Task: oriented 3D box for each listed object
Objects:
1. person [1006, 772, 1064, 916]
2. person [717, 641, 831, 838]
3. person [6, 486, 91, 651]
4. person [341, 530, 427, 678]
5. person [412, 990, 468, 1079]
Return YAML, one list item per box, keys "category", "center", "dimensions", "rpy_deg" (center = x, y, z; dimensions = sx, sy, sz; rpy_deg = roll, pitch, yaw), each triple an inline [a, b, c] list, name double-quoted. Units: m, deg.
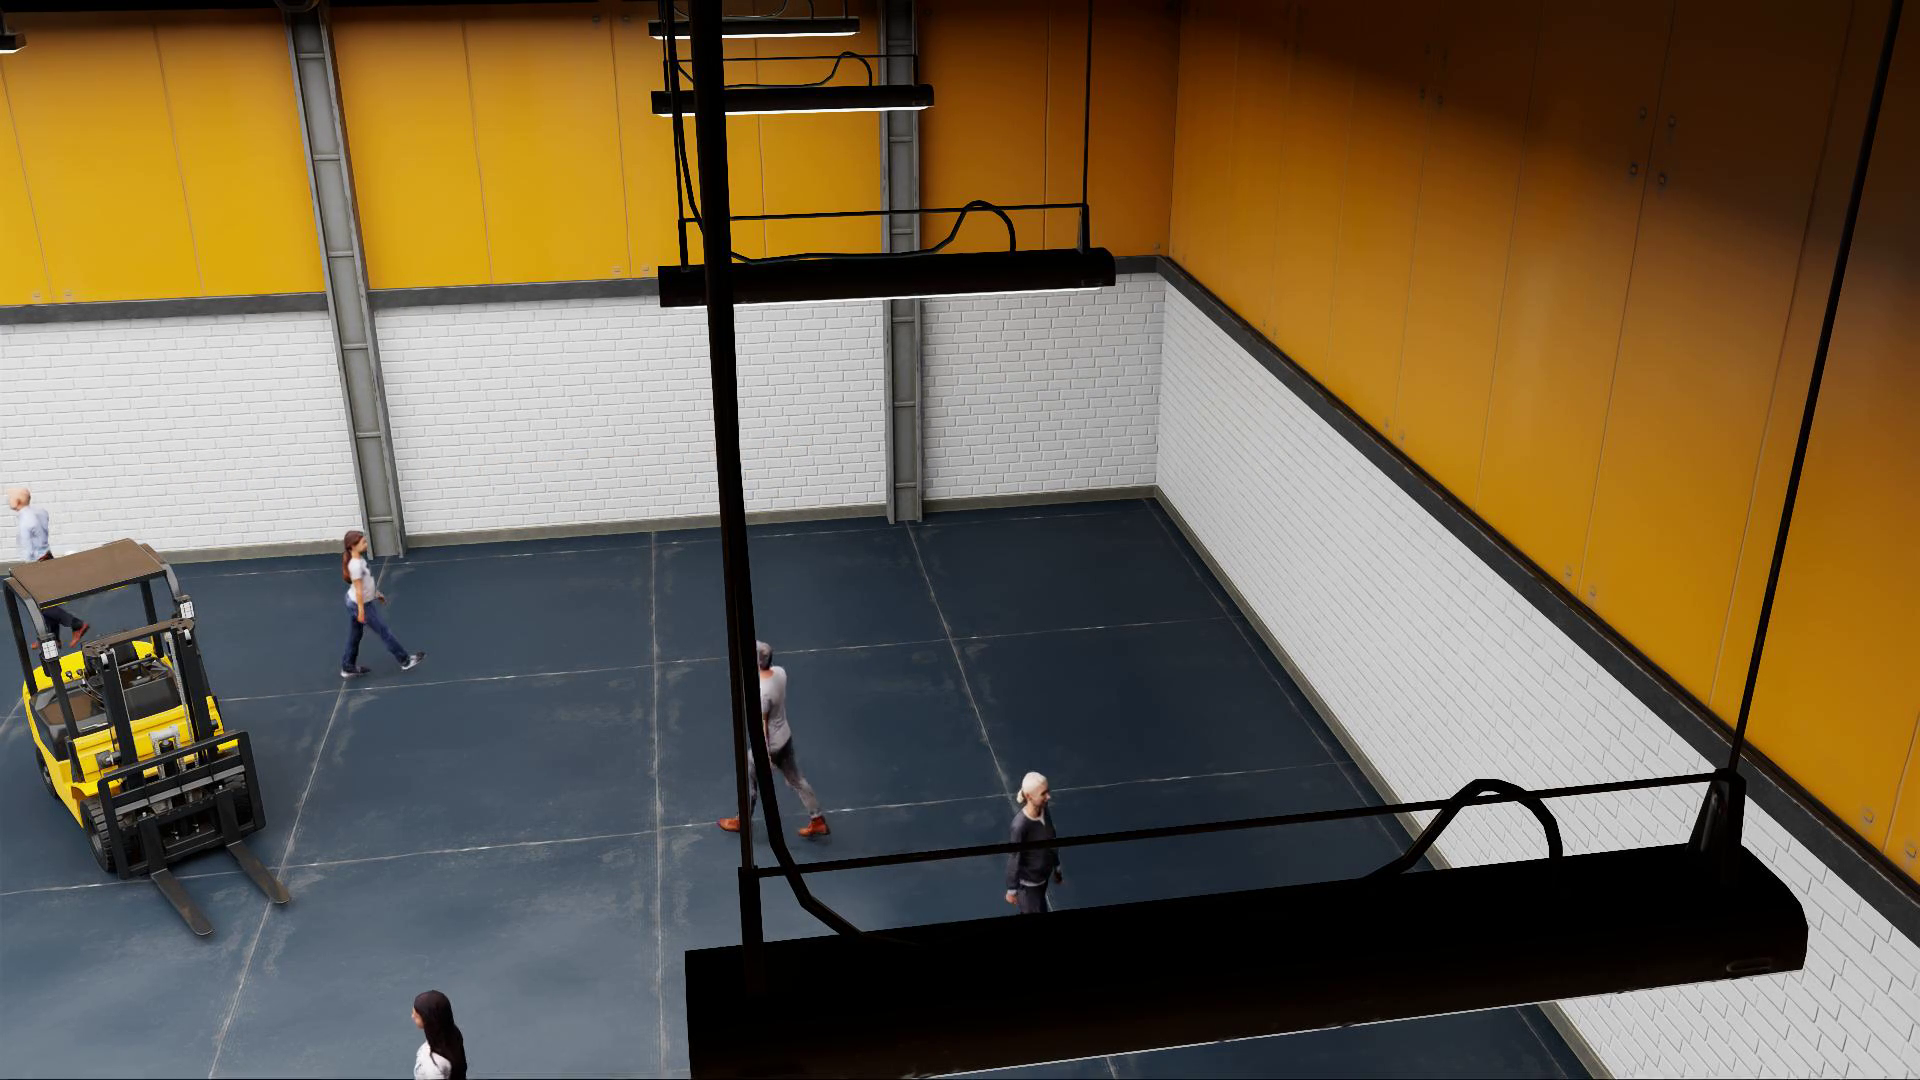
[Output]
- category: "person"
  center: [0.441, 2.380, 11.883]
  dimensions: [0.826, 1.712, 0.769]
  rpy_deg: [11, 26, 23]
- category: "person"
  center: [-1.430, 1.659, 13.441]
  dimensions: [1.304, 1.786, 1.098]
  rpy_deg: [8, 25, 18]
- category: "person"
  center: [-9.088, 0.304, 16.553]
  dimensions: [0.881, 1.777, 0.652]
  rpy_deg: [-3, 24, -7]
- category: "person"
  center: [-5.864, 0.638, 16.103]
  dimensions: [1.069, 1.524, 0.695]
  rpy_deg: [-10, 25, -21]
- category: "person"
  center: [-2.847, 3.340, 9.616]
  dimensions: [0.634, 1.769, 0.633]
  rpy_deg: [-1, 24, -1]
